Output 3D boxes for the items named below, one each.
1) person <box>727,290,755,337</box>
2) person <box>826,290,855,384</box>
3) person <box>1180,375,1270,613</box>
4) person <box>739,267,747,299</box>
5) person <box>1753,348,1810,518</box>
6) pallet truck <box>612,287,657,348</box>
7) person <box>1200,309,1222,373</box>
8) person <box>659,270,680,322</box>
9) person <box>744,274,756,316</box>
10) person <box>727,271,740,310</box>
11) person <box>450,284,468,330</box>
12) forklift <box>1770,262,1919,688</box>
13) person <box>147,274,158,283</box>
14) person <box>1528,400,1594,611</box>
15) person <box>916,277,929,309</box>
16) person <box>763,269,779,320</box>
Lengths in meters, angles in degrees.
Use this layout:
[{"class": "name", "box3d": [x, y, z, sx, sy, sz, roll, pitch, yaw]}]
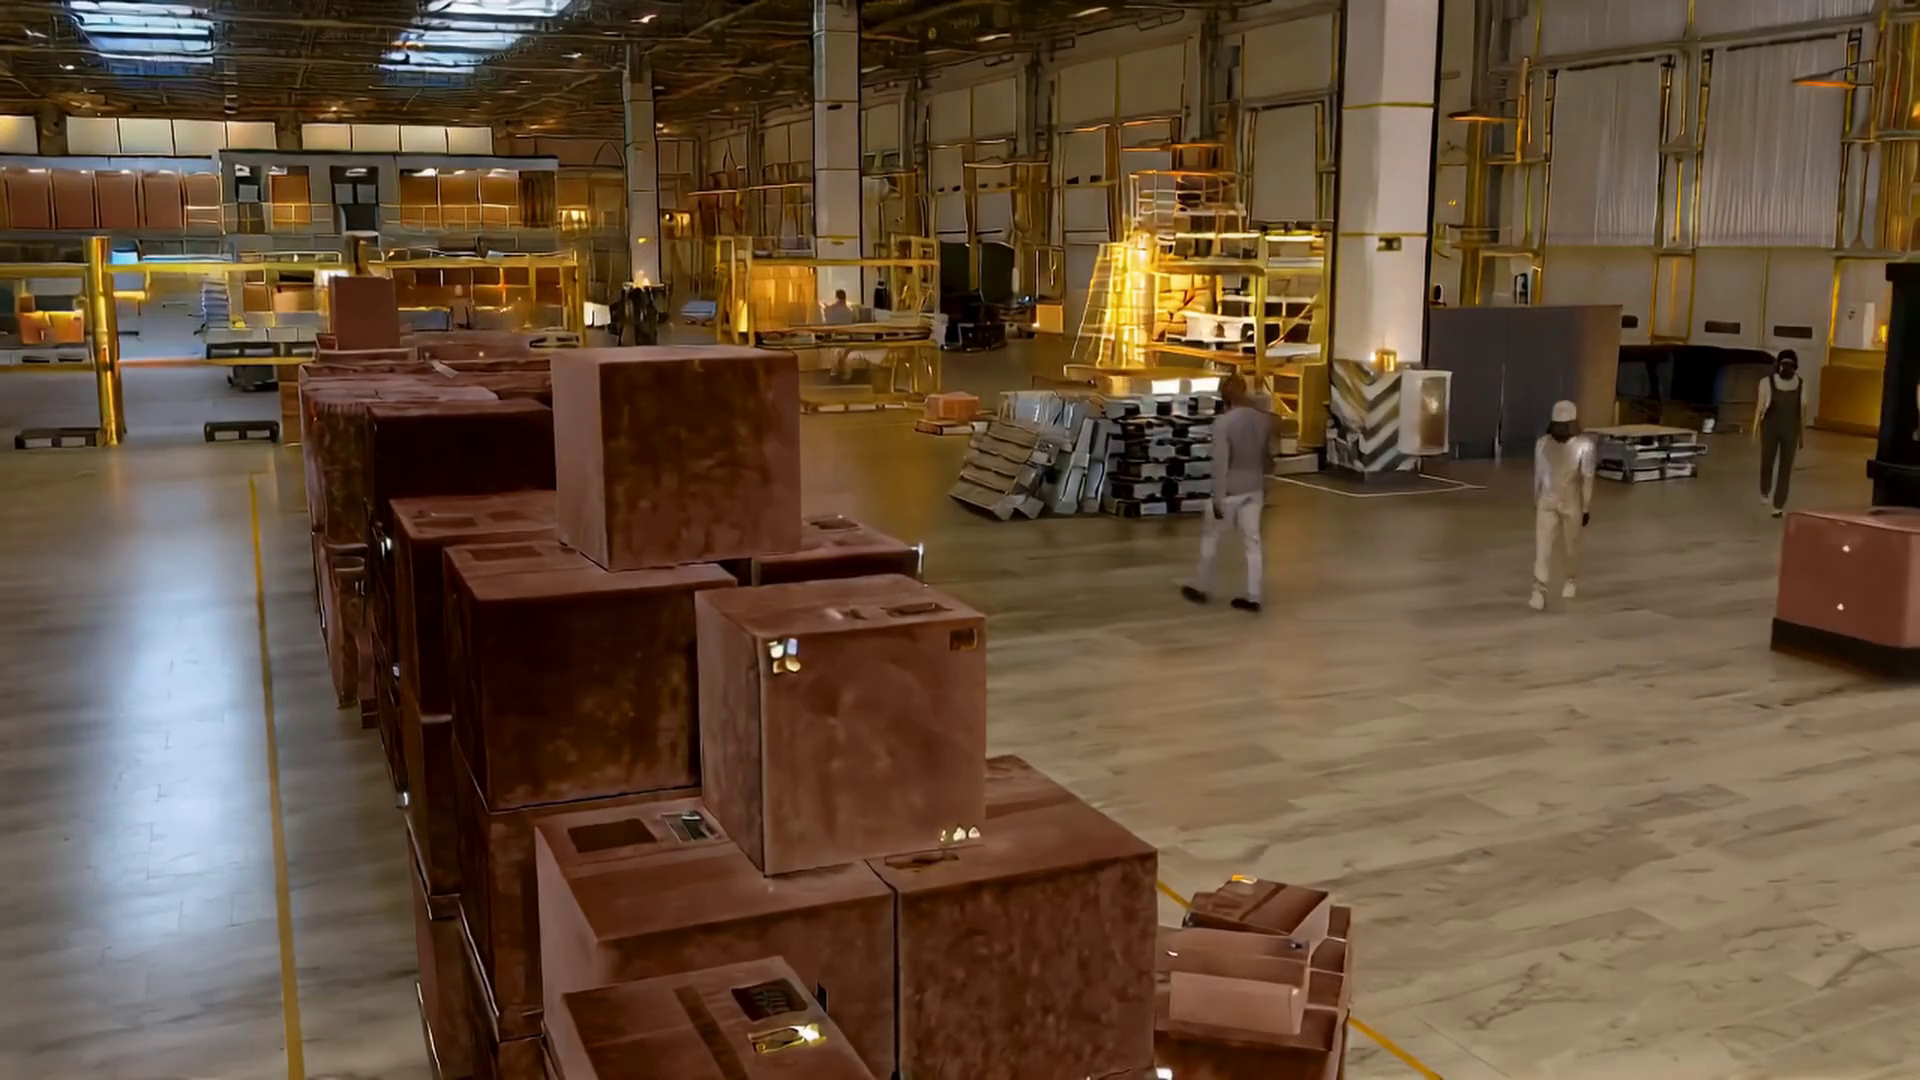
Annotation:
[{"class": "person", "box3d": [-5.068, -4.852, 38.361, 0.661, 1.811, 0.833, 0, 10, 0]}, {"class": "person", "box3d": [-2.539, -4.243, 34.674, 0.641, 1.944, 1.038, -6, 12, -28]}, {"class": "person", "box3d": [2.164, -0.389, 13.528, 0.635, 1.909, 0.865, -6, 12, -30]}, {"class": "person", "box3d": [-9.211, -10.735, 70.518, 0.611, 1.919, 0.863, -1, 10, -4]}, {"class": "person", "box3d": [8.935, -1.183, 18.127, 0.521, 1.824, 0.740, 4, 11, 22]}, {"class": "pallet truck", "box3d": [-6.464, -4.406, 35.401, 0.823, 1.965, 1.885, 6, 12, 32]}, {"class": "person", "box3d": [4.015, -2.762, 26.650, 0.337, 1.883, 0.584, 5, 11, 25]}, {"class": "person", "box3d": [-10.474, -8.674, 59.231, 0.994, 1.881, 0.573, -4, 11, -19]}, {"class": "person", "box3d": [-8.031, -9.488, 64.090, 0.719, 1.740, 0.546, 5, 12, 27]}, {"class": "person", "box3d": [-8.512, -9.315, 63.052, 0.995, 1.786, 0.646, 6, 12, 29]}, {"class": "person", "box3d": [-12.805, -5.607, 42.459, 0.523, 1.842, 0.798, -9, 13, -40]}, {"class": "forklift", "box3d": [6.812, -0.519, 11.545, 1.873, 2.768, 1.129, -4, 11, -23]}, {"class": "person", "box3d": [-21.998, -6.260, 45.586, 0.720, 2.005, 0.683, 8, 13, 39]}, {"class": "person", "box3d": [4.939, -0.309, 13.652, 0.502, 1.695, 0.919, 7, 12, 34]}, {"class": "person", "box3d": [-1.259, -8.263, 57.579, 0.550, 1.649, 0.874, -6, 12, -28]}, {"class": "person", "box3d": [-6.950, -9.058, 61.228, 0.587, 1.929, 0.360, 0, 10, -2]}]
